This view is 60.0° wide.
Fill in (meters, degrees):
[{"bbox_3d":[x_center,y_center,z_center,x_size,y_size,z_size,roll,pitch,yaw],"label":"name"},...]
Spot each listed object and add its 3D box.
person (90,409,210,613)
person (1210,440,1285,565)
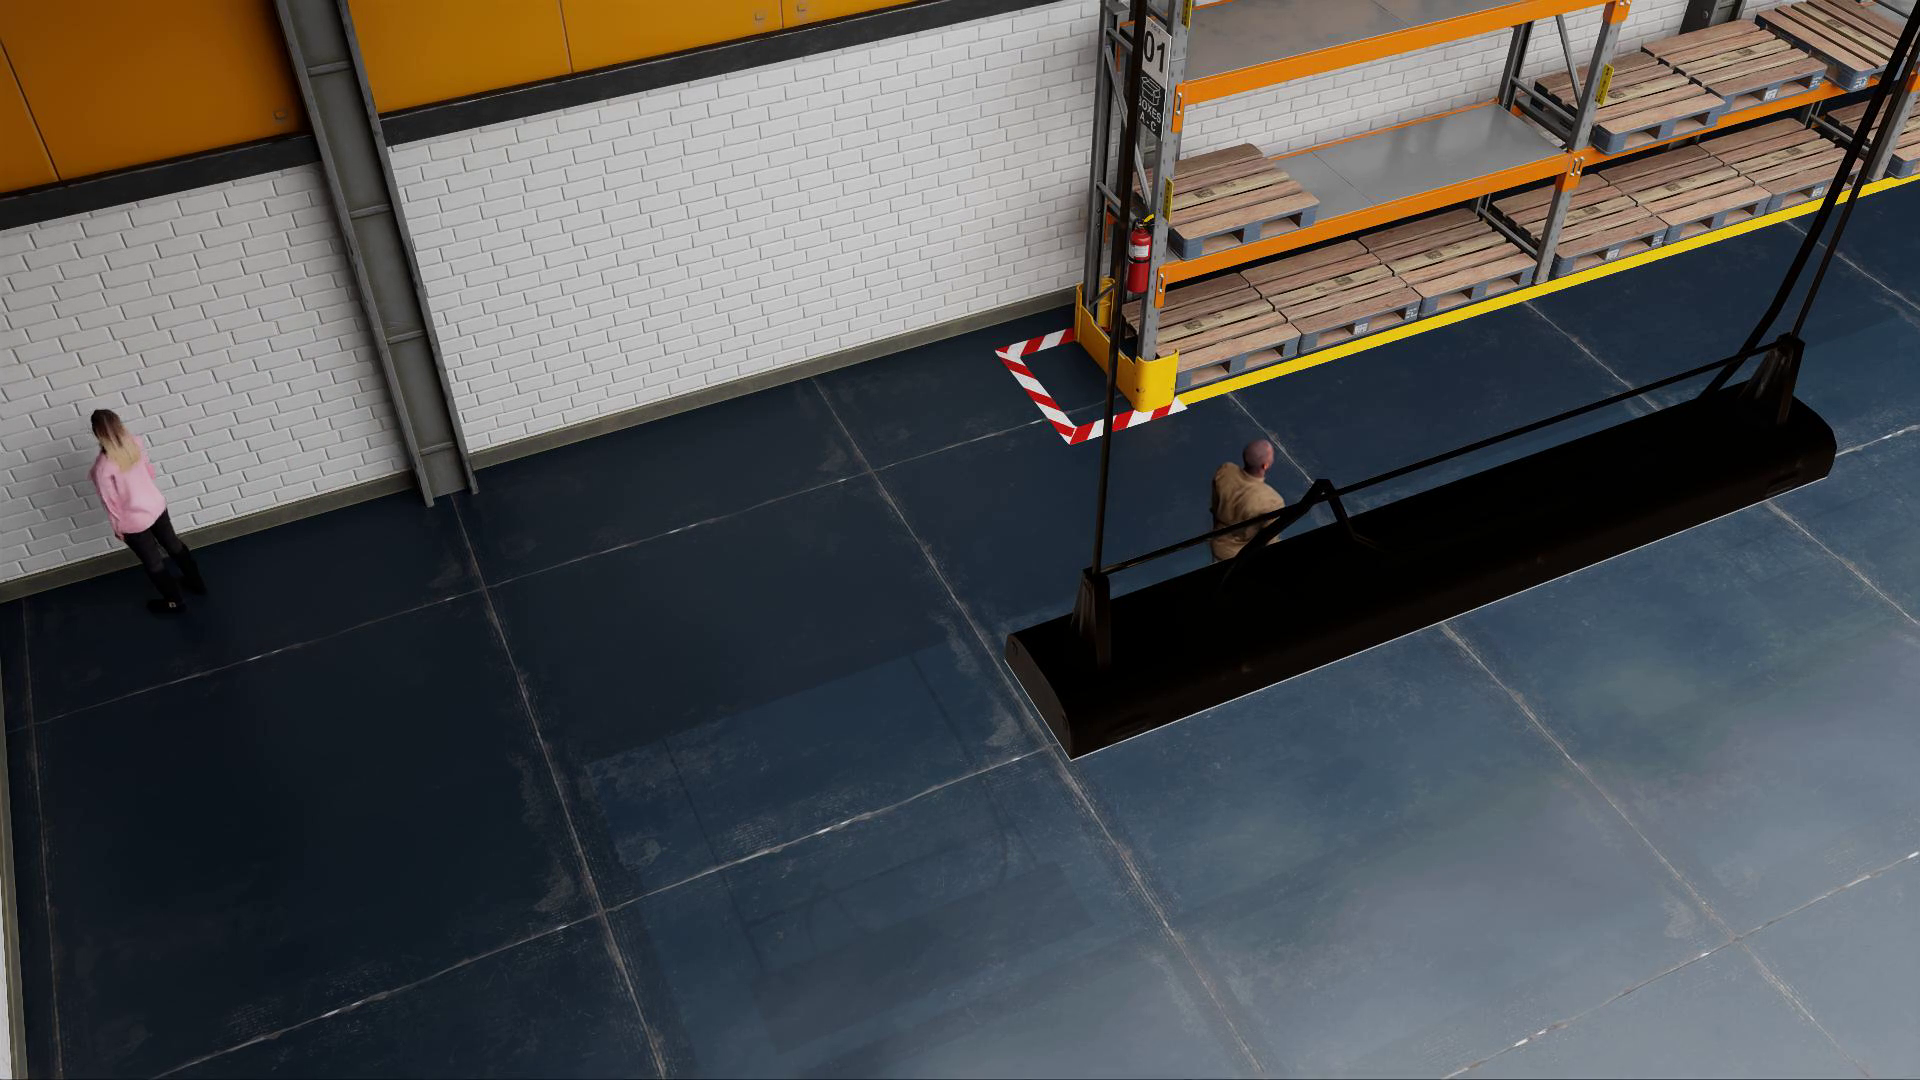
[{"bbox_3d":[-5.521,-0.183,11.210,0.758,1.686,0.711,5,44,5],"label":"person"},{"bbox_3d":[1.817,0.064,10.856,0.702,1.818,0.785,-33,53,-30],"label":"person"}]
